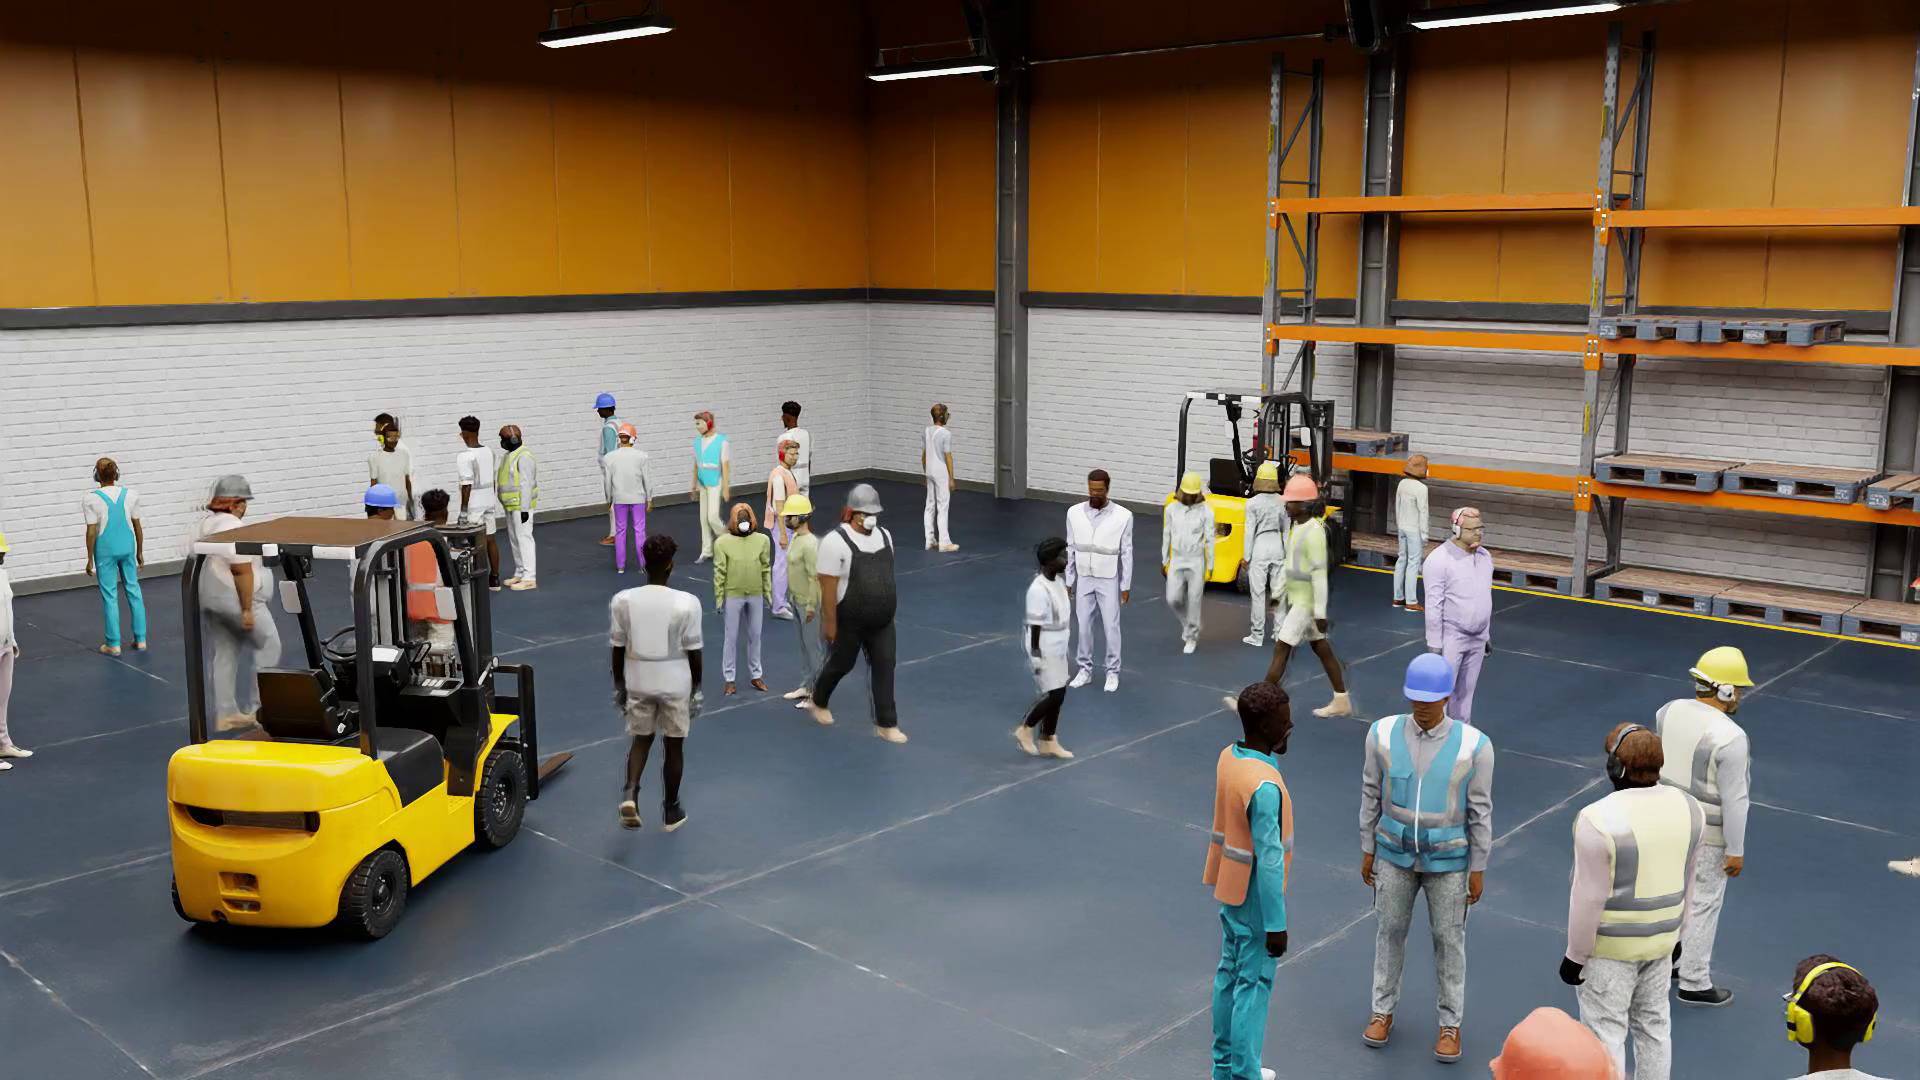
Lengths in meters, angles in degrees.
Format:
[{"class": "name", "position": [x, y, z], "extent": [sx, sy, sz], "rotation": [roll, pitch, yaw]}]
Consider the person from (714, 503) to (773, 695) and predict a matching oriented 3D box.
[{"class": "person", "position": [-1.834, 0.491, 14.107], "extent": [0.507, 1.632, 0.274], "rotation": [-5, 11, -24]}]

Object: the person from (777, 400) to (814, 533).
[{"class": "person", "position": [-1.988, -0.679, 19.821], "extent": [0.361, 1.964, 0.614], "rotation": [6, 11, 29]}]

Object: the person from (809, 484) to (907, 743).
[{"class": "person", "position": [-0.828, 0.508, 12.852], "extent": [0.697, 2.000, 0.948], "rotation": [-9, 13, -41]}]

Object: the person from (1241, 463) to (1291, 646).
[{"class": "person", "position": [2.903, 0.134, 15.828], "extent": [0.492, 1.742, 0.324], "rotation": [-3, 10, -18]}]

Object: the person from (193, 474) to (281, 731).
[{"class": "person", "position": [-5.647, 0.470, 13.069], "extent": [0.703, 2.000, 0.653], "rotation": [8, 12, 37]}]

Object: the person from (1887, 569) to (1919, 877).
[{"class": "person", "position": [5.996, 1.059, 9.861], "extent": [0.772, 2.004, 0.617], "rotation": [3, 10, 17]}]

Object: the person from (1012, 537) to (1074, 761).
[{"class": "person", "position": [0.663, 0.804, 12.159], "extent": [0.361, 1.680, 0.561], "rotation": [4, 11, 24]}]

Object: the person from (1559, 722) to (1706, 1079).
[{"class": "person", "position": [2.740, 1.656, 6.884], "extent": [0.634, 1.841, 0.429], "rotation": [-4, 11, -22]}]

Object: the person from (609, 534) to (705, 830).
[{"class": "person", "position": [-1.947, 0.938, 10.654], "extent": [0.606, 1.954, 0.526], "rotation": [2, 10, 9]}]

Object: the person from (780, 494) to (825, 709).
[{"class": "person", "position": [-1.302, 0.500, 13.678], "extent": [0.329, 1.767, 0.529], "rotation": [-4, 11, -20]}]

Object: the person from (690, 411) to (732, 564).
[{"class": "person", "position": [-2.982, -0.622, 19.880], "extent": [0.607, 1.827, 0.492], "rotation": [9, 14, 42]}]

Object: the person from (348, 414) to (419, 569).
[{"class": "person", "position": [-6.611, -0.554, 19.438], "extent": [1.053, 1.862, 0.611], "rotation": [-3, 10, -16]}]

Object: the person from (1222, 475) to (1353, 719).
[{"class": "person", "position": [2.666, 0.471, 13.213], "extent": [1.073, 1.982, 0.617], "rotation": [1, 10, 5]}]

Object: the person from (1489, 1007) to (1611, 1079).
[{"class": "person", "position": [1.378, 2.097, 3.969], "extent": [0.611, 2.000, 1.072], "rotation": [-2, 10, -14]}]

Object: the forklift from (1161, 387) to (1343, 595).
[{"class": "forklift", "position": [3.298, -0.608, 18.767], "extent": [1.214, 2.155, 2.313], "rotation": [9, 13, 42]}]

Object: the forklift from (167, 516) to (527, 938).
[{"class": "forklift", "position": [-3.583, 0.976, 9.748], "extent": [1.214, 2.155, 2.313], "rotation": [2, 10, 11]}]

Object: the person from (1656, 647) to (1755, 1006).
[{"class": "person", "position": [3.702, 1.422, 8.295], "extent": [0.403, 1.818, 0.601], "rotation": [-2, 10, -13]}]

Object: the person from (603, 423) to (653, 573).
[{"class": "person", "position": [-3.849, -0.486, 19.356], "extent": [0.563, 1.742, 0.338], "rotation": [0, 10, 0]}]

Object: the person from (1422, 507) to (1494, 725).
[{"class": "person", "position": [3.649, 0.707, 12.100], "extent": [0.641, 1.909, 0.409], "rotation": [-7, 12, -33]}]

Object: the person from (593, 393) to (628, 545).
[{"class": "person", "position": [-4.438, -0.902, 21.179], "extent": [0.416, 1.939, 0.604], "rotation": [0, 10, 0]}]

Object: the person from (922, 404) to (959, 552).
[{"class": "person", "position": [-0.260, -0.777, 20.725], "extent": [0.346, 1.847, 0.506], "rotation": [-9, 14, -42]}]

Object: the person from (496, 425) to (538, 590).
[{"class": "person", "position": [-4.916, -0.370, 18.466], "extent": [0.429, 1.830, 0.640], "rotation": [-7, 12, -34]}]

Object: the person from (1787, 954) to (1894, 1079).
[{"class": "person", "position": [2.335, 2.052, 4.585], "extent": [0.512, 1.861, 0.325], "rotation": [-2, 10, -11]}]

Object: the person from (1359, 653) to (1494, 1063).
[{"class": "person", "position": [2.151, 1.461, 7.735], "extent": [0.604, 1.938, 0.426], "rotation": [5, 11, 28]}]

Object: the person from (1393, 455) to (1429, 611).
[{"class": "person", "position": [4.730, -0.079, 17.352], "extent": [0.278, 1.631, 0.507], "rotation": [-3, 10, -17]}]

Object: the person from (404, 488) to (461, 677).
[{"class": "person", "position": [-3.981, 0.564, 12.859], "extent": [0.617, 1.911, 0.853], "rotation": [4, 11, 22]}]

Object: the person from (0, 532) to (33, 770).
[{"class": "person", "position": [-7.005, 0.780, 12.093], "extent": [0.326, 1.765, 0.533], "rotation": [-1, 10, -4]}]

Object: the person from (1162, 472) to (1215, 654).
[{"class": "person", "position": [2.142, 0.200, 15.532], "extent": [0.519, 1.711, 0.478], "rotation": [5, 11, 24]}]

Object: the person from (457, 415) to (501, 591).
[{"class": "person", "position": [-5.259, -0.378, 18.109], "extent": [0.365, 1.963, 0.610], "rotation": [3, 11, 19]}]

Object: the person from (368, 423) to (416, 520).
[{"class": "person", "position": [-6.267, -0.372, 18.392], "extent": [0.328, 1.862, 0.505], "rotation": [9, 13, 41]}]

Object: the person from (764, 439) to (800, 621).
[{"class": "person", "position": [-1.798, -0.110, 16.942], "extent": [0.383, 1.836, 0.570], "rotation": [0, 10, 1]}]

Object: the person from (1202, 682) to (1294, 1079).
[{"class": "person", "position": [1.271, 1.553, 7.250], "extent": [0.391, 1.920, 0.593], "rotation": [-1, 10, -8]}]

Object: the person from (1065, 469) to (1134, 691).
[{"class": "person", "position": [1.187, 0.333, 14.228], "extent": [0.593, 1.911, 0.384], "rotation": [4, 11, 22]}]

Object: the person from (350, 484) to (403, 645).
[{"class": "person", "position": [-4.572, 0.517, 13.117], "extent": [0.424, 1.934, 0.617], "rotation": [-9, 14, -43]}]

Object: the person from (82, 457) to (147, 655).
[{"class": "person", "position": [-7.854, 0.148, 15.455], "extent": [0.328, 1.844, 0.513], "rotation": [9, 13, 41]}]
